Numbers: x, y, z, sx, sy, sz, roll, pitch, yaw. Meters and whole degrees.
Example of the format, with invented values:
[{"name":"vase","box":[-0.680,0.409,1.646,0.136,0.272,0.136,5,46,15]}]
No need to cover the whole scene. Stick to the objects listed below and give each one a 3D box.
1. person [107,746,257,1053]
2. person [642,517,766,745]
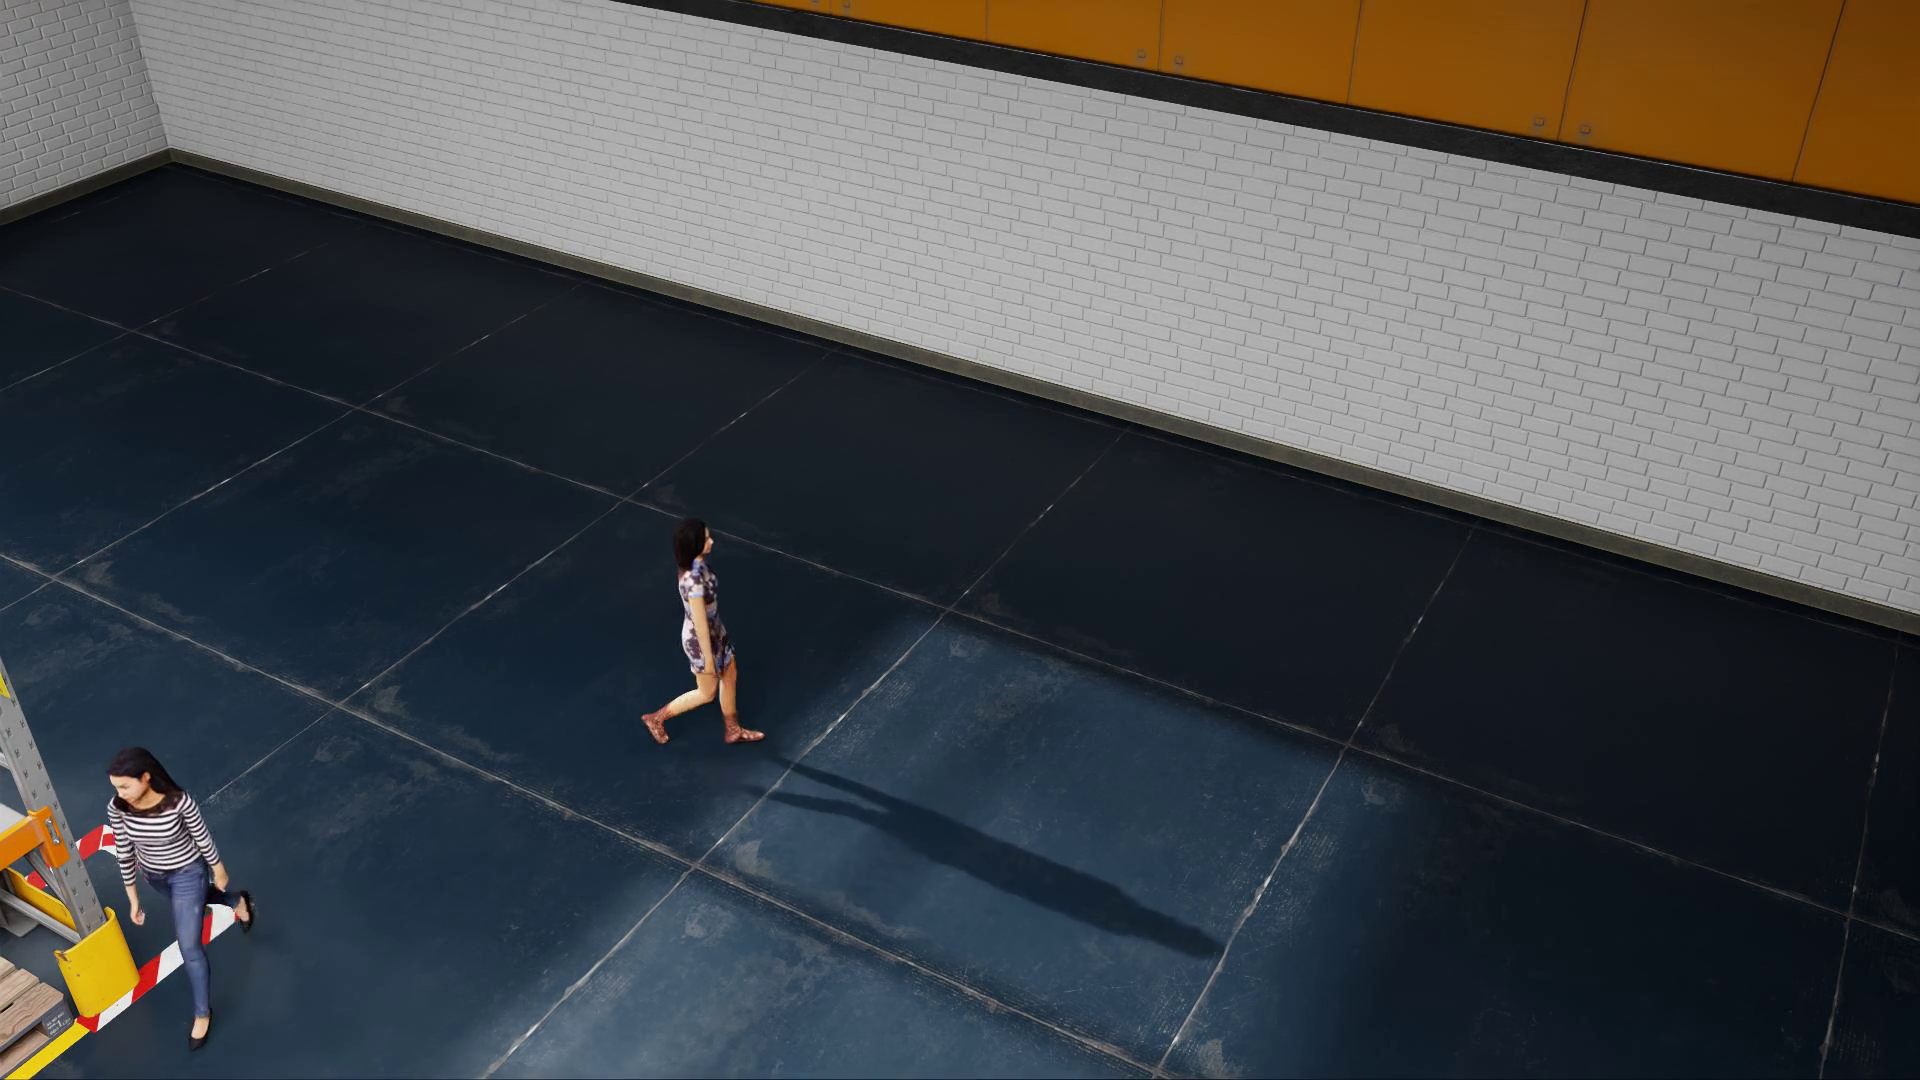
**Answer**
[{"name":"person","box":[-4.037,1.711,8.664,0.992,1.742,1.259,-1,34,-1]},{"name":"person","box":[-1.666,0.619,10.335,1.005,1.712,1.023,-3,34,-5]}]
